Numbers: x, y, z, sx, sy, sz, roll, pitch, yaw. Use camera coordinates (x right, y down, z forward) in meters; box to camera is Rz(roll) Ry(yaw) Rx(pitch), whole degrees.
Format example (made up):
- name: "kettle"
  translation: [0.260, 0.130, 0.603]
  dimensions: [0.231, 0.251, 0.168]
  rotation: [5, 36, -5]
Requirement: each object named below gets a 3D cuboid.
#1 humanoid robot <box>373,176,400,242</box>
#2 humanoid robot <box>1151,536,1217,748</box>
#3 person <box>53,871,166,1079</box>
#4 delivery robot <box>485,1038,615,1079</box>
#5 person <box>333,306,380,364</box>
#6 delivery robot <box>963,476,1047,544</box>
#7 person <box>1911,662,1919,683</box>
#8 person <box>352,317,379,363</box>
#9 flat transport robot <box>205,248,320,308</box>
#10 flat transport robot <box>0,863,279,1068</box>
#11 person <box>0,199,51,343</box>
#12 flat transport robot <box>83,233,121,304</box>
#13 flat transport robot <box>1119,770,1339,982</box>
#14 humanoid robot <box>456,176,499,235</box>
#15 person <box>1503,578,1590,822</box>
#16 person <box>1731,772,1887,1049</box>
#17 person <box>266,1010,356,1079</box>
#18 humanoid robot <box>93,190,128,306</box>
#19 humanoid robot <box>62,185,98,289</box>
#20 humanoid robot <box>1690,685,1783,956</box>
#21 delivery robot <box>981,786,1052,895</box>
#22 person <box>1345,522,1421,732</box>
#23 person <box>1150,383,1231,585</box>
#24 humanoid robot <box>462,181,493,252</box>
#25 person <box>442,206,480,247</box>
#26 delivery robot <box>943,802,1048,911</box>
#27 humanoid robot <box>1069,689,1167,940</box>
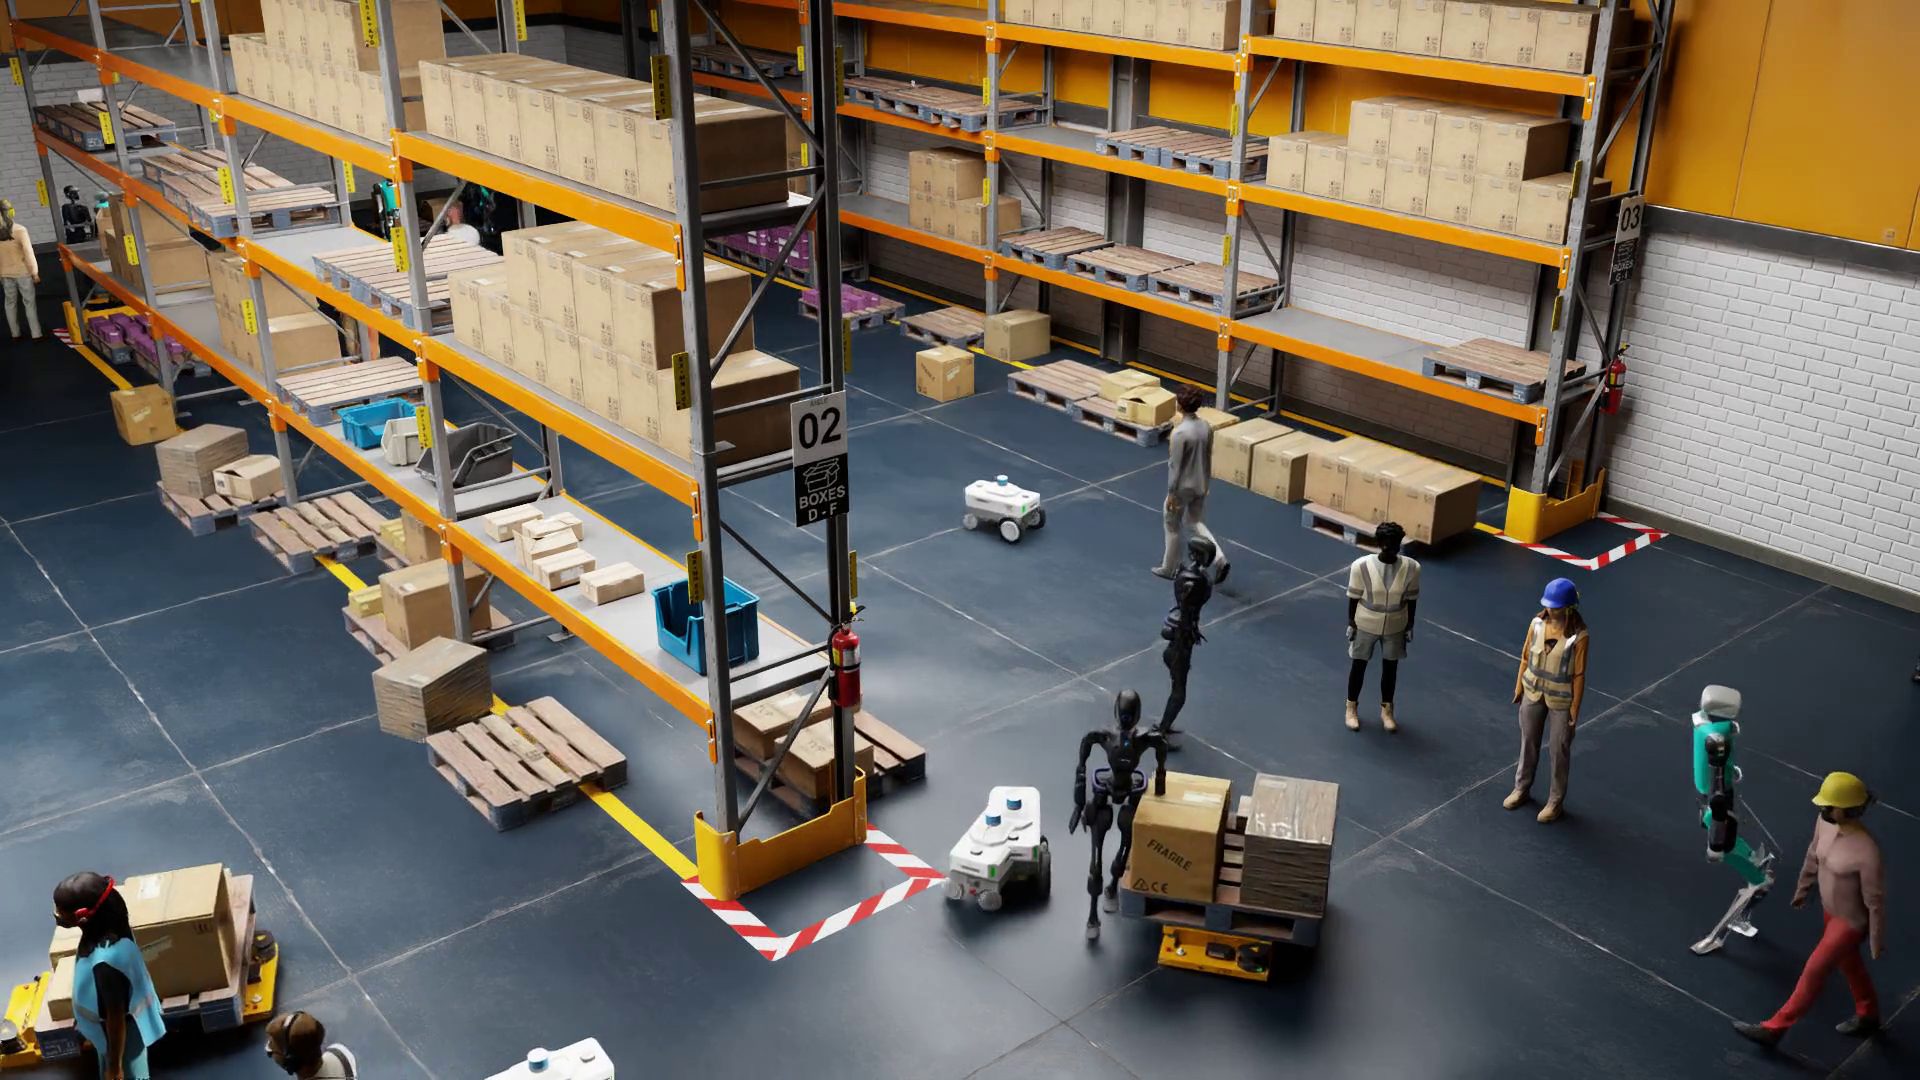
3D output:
- name: "humanoid robot"
  translation: [-8.060, -4.469, 23.971]
  dimensions: [0.533, 1.677, 0.735]
  rotation: [-12, 26, -25]
- name: "humanoid robot"
  translation: [1.641, 0.721, 12.218]
  dimensions: [0.407, 1.635, 0.611]
  rotation: [8, 25, 17]
- name: "person"
  translation: [-4.080, 2.414, 8.051]
  dimensions: [0.425, 1.863, 0.531]
  rotation: [-13, 27, -27]
- name: "delivery robot"
  translation: [-2.172, 2.908, 8.573]
  dimensions: [0.808, 0.614, 0.499]
  rotation: [-15, 27, -31]
- name: "person"
  translation: [-7.543, -2.958, 20.670]
  dimensions: [0.762, 1.716, 0.582]
  rotation: [21, 31, 39]
- name: "delivery robot"
  translation: [0.412, -0.332, 16.027]
  dimensions: [0.768, 0.576, 0.499]
  rotation: [14, 27, 30]
- name: "person"
  translation: [7.804, 0.261, 12.960]
  dimensions: [0.547, 1.923, 0.385]
  rotation: [15, 27, 30]
- name: "person"
  translation: [-7.196, -2.749, 20.133]
  dimensions: [0.501, 1.759, 0.339]
  rotation: [15, 27, 31]
- name: "flat transport robot"
  translation: [-9.781, -3.289, 23.260]
  dimensions: [1.431, 0.231, 0.659]
  rotation: [4, 24, 10]
- name: "flat transport robot"
  translation: [-4.708, 2.626, 9.563]
  dimensions: [1.431, 0.231, 0.659]
  rotation: [-7, 24, -16]
- name: "person"
  translation: [-12.365, -3.509, 21.764]
  dimensions: [0.555, 1.869, 0.392]
  rotation: [2, 23, 4]
- name: "flat transport robot"
  translation: [-11.885, -3.643, 24.080]
  dimensions: [1.431, 0.231, 0.659]
  rotation: [-10, 25, -22]
- name: "flat transport robot"
  translation: [1.684, 2.234, 10.471]
  dimensions: [0.659, 0.231, 1.431]
  rotation: [6, 24, 14]
- name: "humanoid robot"
  translation: [-7.973, -5.917, 27.588]
  dimensions: [0.921, 1.829, 0.576]
  rotation: [12, 26, 25]
- name: "person"
  translation: [3.987, 1.071, 11.272]
  dimensions: [0.325, 1.771, 0.472]
  rotation: [-20, 30, -38]
- name: "person"
  translation: [4.802, 2.041, 9.088]
  dimensions: [0.925, 1.708, 0.547]
  rotation: [0, 23, -1]
- name: "person"
  translation: [-2.712, 2.790, 7.277]
  dimensions: [0.984, 1.794, 0.527]
  rotation: [2, 23, 5]
- name: "humanoid robot"
  translation: [-11.329, -3.941, 22.939]
  dimensions: [0.955, 1.741, 0.563]
  rotation: [2, 23, 5]
- name: "humanoid robot"
  translation: [-12.435, -4.211, 23.618]
  dimensions: [0.590, 1.644, 0.463]
  rotation: [9, 25, 19]
- name: "humanoid robot"
  translation: [4.677, 1.691, 9.859]
  dimensions: [0.848, 1.761, 0.621]
  rotation: [7, 24, 15]
- name: "delivery robot"
  translation: [0.344, 1.945, 10.799]
  dimensions: [0.509, 0.611, 0.782]
  rotation: [1, 23, 3]
- name: "person"
  translation: [3.124, 0.637, 12.376]
  dimensions: [0.532, 1.690, 0.320]
  rotation: [1, 23, 3]
- name: "person"
  translation: [2.065, -0.461, 14.693]
  dimensions: [0.550, 1.877, 0.715]
  rotation: [-19, 30, -38]
- name: "humanoid robot"
  translation: [-7.306, -4.822, 25.081]
  dimensions: [0.589, 1.616, 0.789]
  rotation: [17, 29, 35]
- name: "person"
  translation: [-6.442, -3.363, 21.415]
  dimensions: [0.742, 1.877, 0.651]
  rotation: [14, 27, 29]
- name: "delivery robot"
  translation: [0.211, 1.987, 10.689]
  dimensions: [0.527, 0.601, 0.773]
  rotation: [10, 25, 23]
- name: "humanoid robot"
  translation: [0.967, 1.631, 10.112]
  dimensions: [0.602, 1.639, 0.626]
  rotation: [1, 23, 1]
